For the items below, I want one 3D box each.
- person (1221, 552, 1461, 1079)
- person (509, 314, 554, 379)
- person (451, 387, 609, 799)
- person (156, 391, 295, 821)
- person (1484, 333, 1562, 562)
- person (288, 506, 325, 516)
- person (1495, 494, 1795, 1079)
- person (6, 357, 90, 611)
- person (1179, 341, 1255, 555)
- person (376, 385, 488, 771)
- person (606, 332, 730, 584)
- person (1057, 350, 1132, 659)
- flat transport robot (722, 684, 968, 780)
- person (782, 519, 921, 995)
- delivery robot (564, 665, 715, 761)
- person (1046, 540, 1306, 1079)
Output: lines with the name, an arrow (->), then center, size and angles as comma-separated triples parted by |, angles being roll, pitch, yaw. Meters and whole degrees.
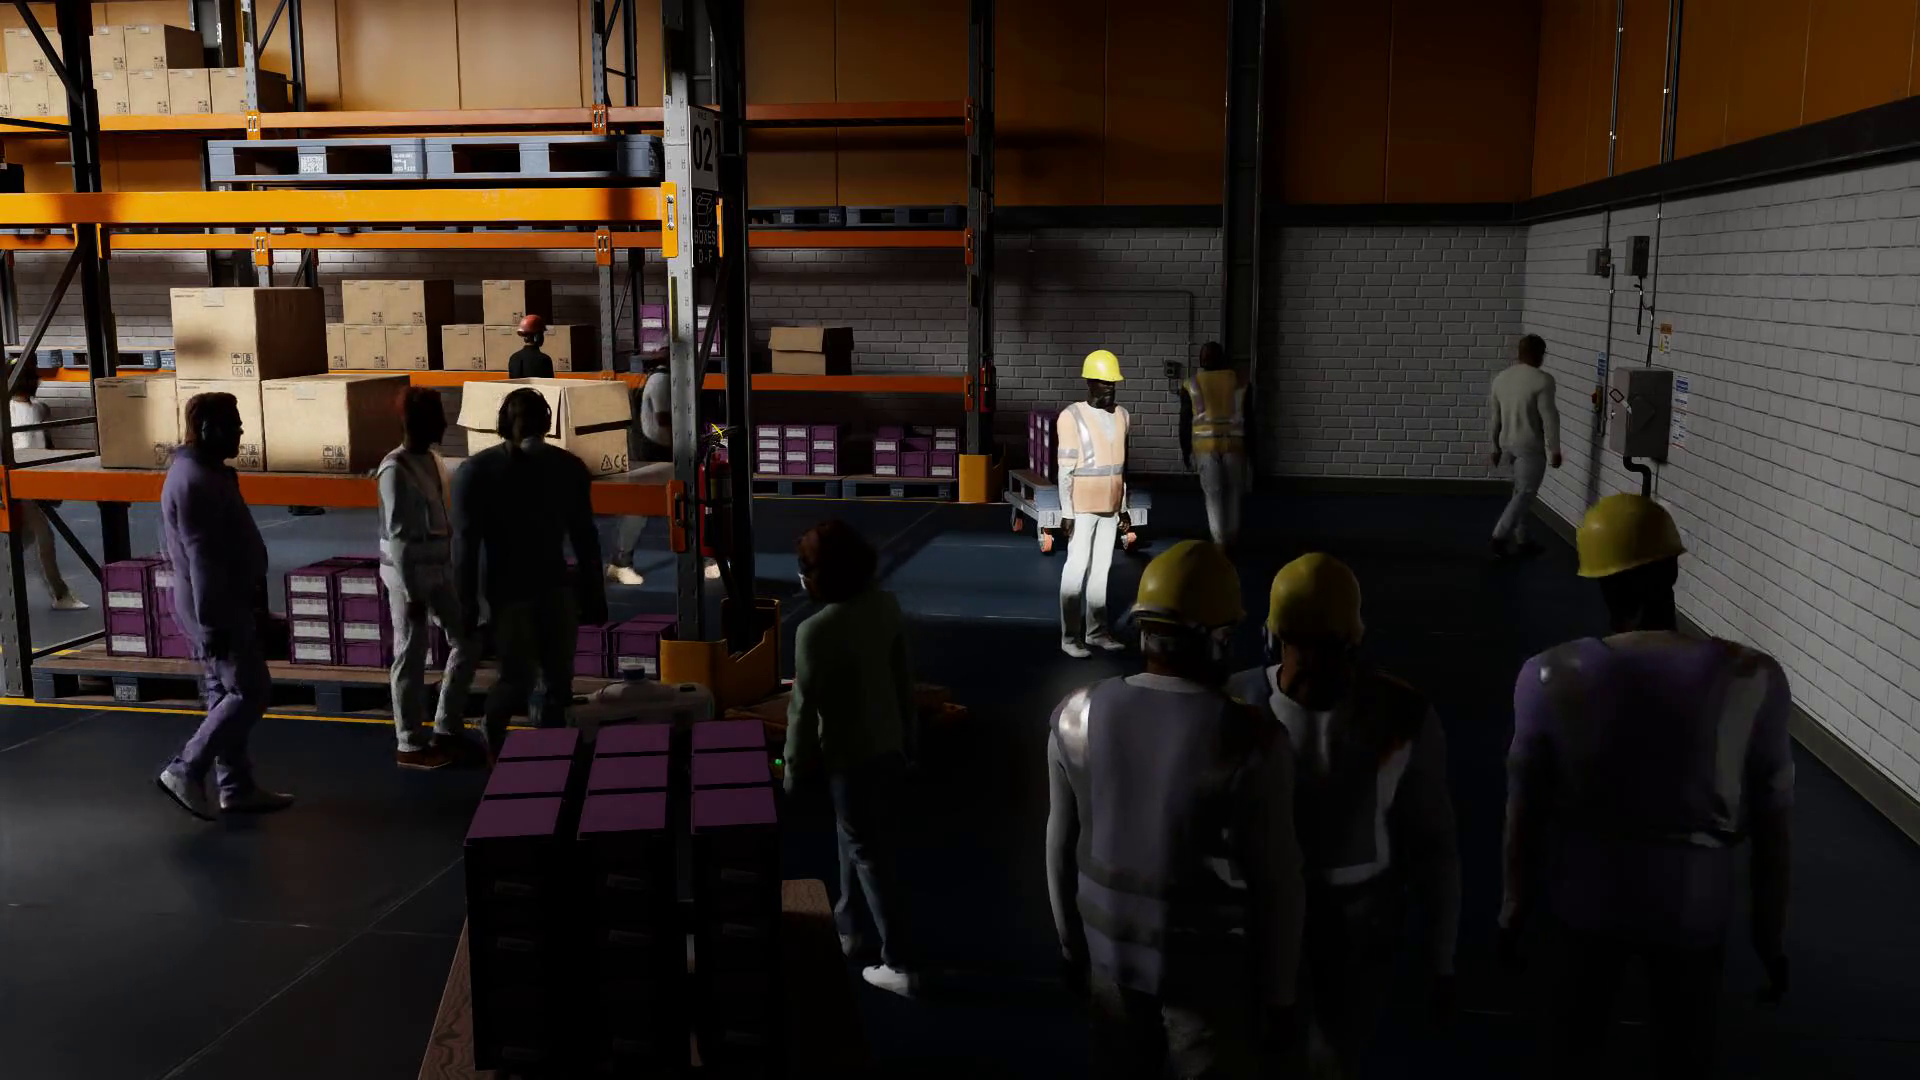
person -> 0.820, 0.911, 3.846 | 0.621, 1.787, 0.900 | 1, 9, 8
person -> -4.144, -1.200, 16.268 | 0.611, 1.997, 0.375 | 6, 11, 34
person -> -1.974, 0.249, 7.545 | 0.696, 1.912, 0.573 | -8, 12, -41
person -> -3.233, 0.298, 7.266 | 0.444, 1.894, 0.674 | -4, 10, -23
person -> 4.685, -0.772, 13.921 | 0.867, 1.917, 0.641 | -4, 10, -24
person -> -6.564, -1.209, 16.506 | 0.355, 1.938, 0.545 | -5, 10, -29
person -> 1.591, 0.862, 3.852 | 0.660, 1.905, 0.467 | 3, 10, 16
person -> -6.712, -0.406, 11.896 | 0.939, 1.828, 0.527 | 3, 9, 15
person -> 2.190, -0.792, 14.294 | 0.644, 1.812, 0.618 | 0, 9, -1
person -> -2.495, 0.199, 7.971 | 0.571, 1.867, 0.605 | 1, 9, 6
person -> -2.274, -0.680, 12.902 | 1.041, 2.000, 0.784 | 0, 9, -2
person -> 0.862, -0.227, 10.444 | 0.590, 1.926, 0.388 | -8, 12, -40
flat transport robot -> -0.646, 0.914, 8.487 | 0.652, 0.197, 1.431 | 7, 11, 37
person -> -0.415, 0.712, 5.581 | 0.706, 1.601, 0.530 | 6, 11, 33
delivery robot -> -1.532, 0.831, 7.832 | 0.707, 0.478, 0.477 | -5, 10, -27
person -> 0.484, 0.909, 3.697 | 0.600, 1.827, 0.404 | 6, 11, 33
